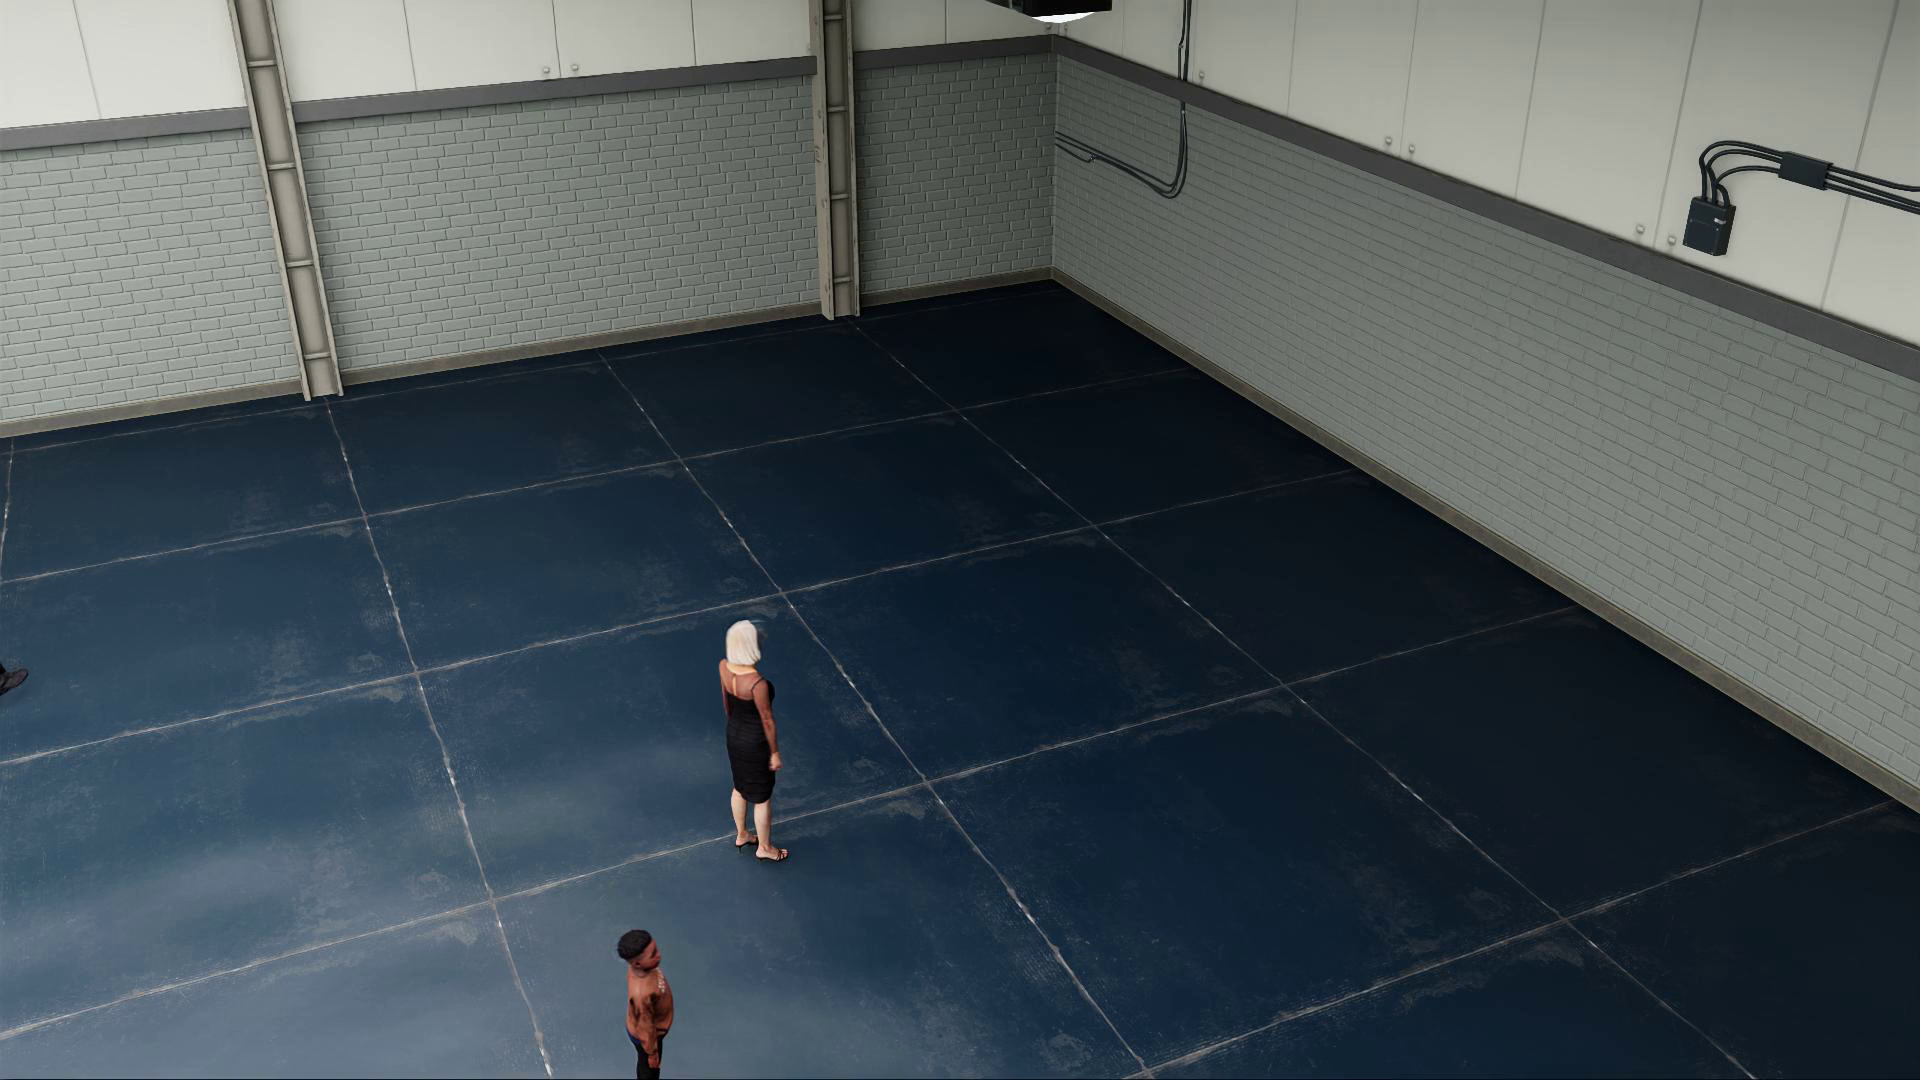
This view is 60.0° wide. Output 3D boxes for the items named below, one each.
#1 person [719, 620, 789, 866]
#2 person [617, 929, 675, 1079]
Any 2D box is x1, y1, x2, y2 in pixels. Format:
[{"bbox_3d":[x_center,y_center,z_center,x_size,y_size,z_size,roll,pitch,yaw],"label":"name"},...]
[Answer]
[{"bbox_3d":[-1.326,1.279,10.505,0.652,1.749,0.621,24,36,38],"label":"person"},{"bbox_3d":[-1.624,2.526,8.625,0.530,1.254,0.564,-5,28,-10],"label":"person"}]
